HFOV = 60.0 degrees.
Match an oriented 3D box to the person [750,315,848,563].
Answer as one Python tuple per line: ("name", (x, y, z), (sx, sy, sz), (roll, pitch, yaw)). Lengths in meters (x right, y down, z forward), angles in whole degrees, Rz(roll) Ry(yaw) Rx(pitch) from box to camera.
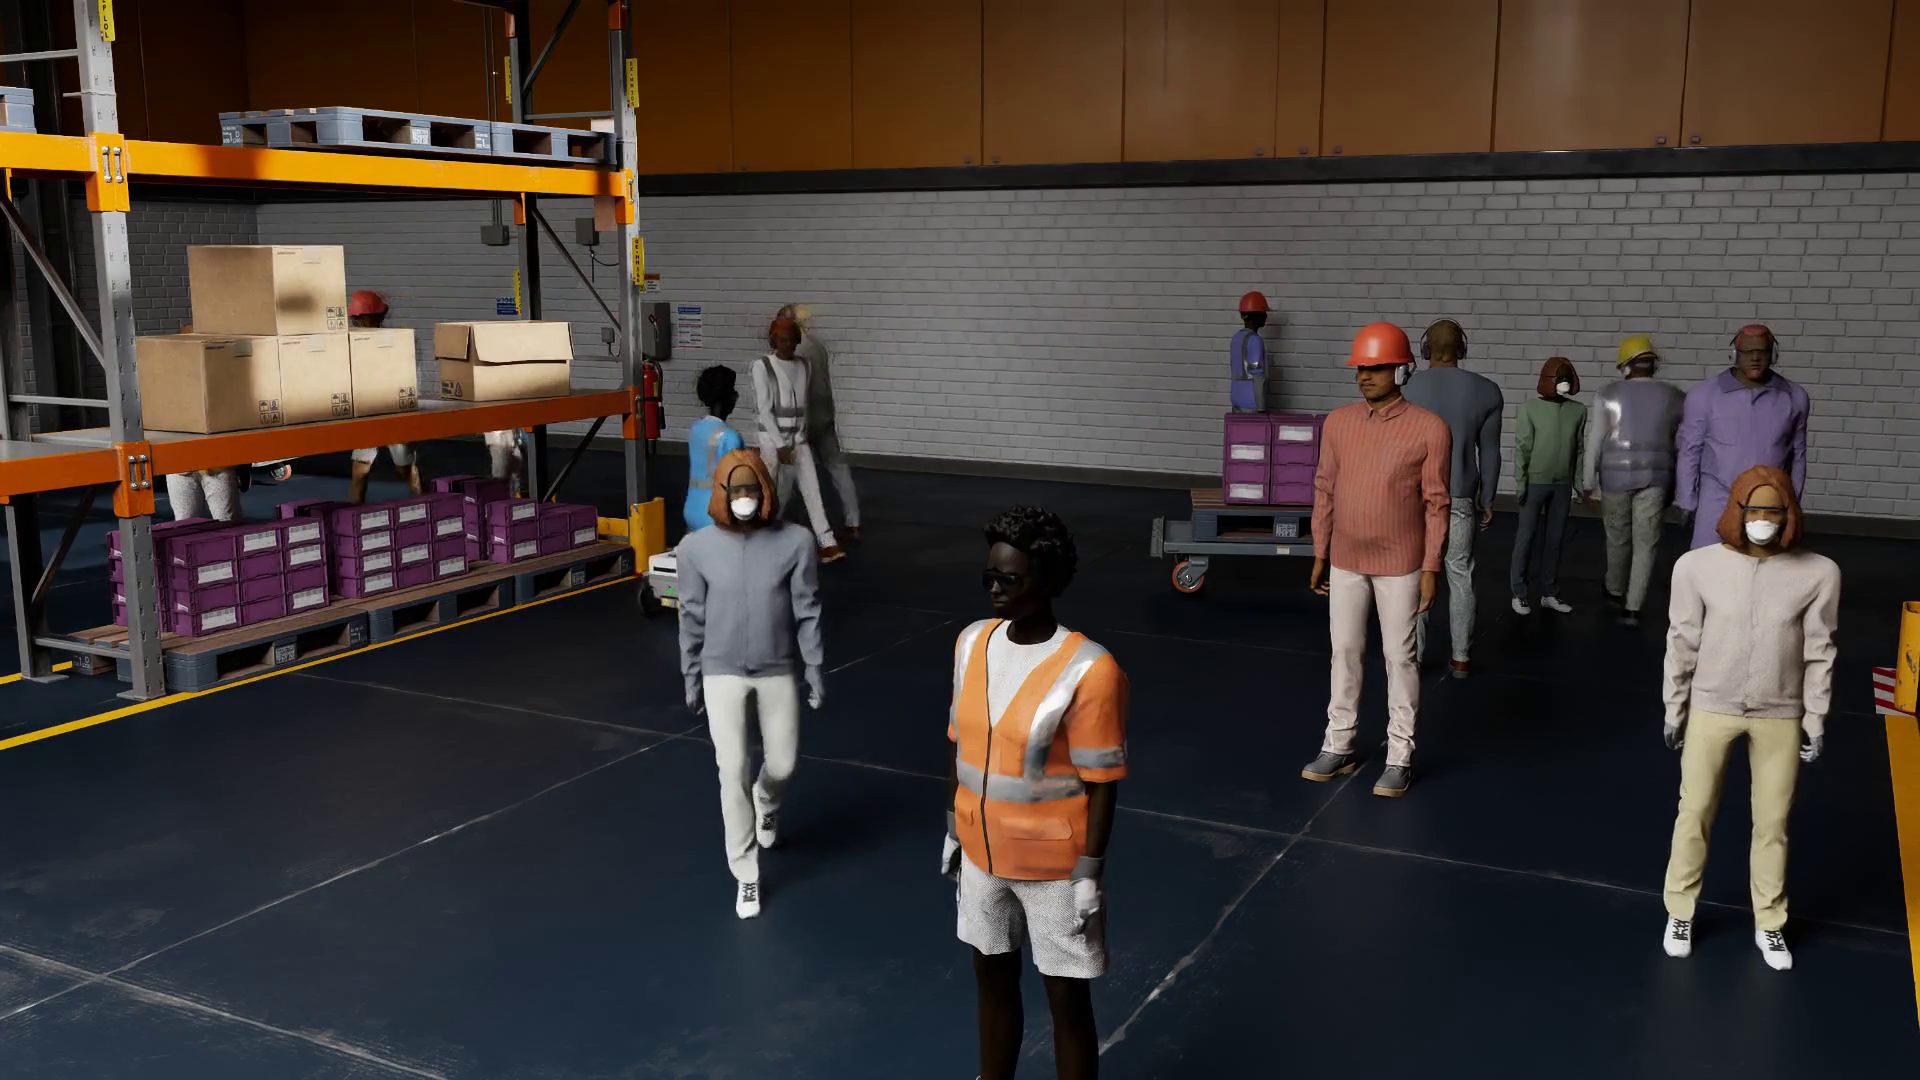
("person", (-1.304, -0.736, 12.286), (0.573, 1.839, 0.984), (-9, 14, -44))

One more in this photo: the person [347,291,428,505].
("person", (-4.511, -0.921, 12.860), (0.633, 1.988, 1.040), (8, 12, 38))

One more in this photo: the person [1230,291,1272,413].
("person", (2.587, -1.229, 14.778), (0.349, 1.942, 0.545), (-2, 10, -14))

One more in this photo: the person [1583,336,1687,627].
("person", (4.179, -0.375, 10.349), (0.603, 1.759, 0.925), (3, 10, 16))

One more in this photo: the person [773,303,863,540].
("person", (-1.237, -0.921, 13.162), (0.983, 1.873, 0.727), (3, 10, 16))

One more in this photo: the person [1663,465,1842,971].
("person", (2.509, 0.565, 5.317), (0.495, 1.626, 0.285), (3, 10, 19))

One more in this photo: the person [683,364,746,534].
("person", (-1.250, -0.106, 9.004), (0.444, 1.691, 0.543), (-7, 12, -34))

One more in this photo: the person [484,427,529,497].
("person", (-3.411, -0.741, 12.893), (0.698, 1.614, 0.528), (-4, 11, -24))

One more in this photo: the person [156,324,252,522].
("person", (-4.857, -0.465, 10.677), (0.626, 1.836, 0.428), (0, 10, -2))

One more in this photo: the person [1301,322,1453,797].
("person", (1.757, 0.080, 7.046), (0.617, 1.994, 0.381), (8, 13, 40))

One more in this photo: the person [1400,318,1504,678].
("person", (2.566, -0.215, 8.918), (0.633, 1.936, 0.353), (0, 10, 2))

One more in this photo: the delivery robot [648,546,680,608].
("delivery robot", (-1.630, 0.161, 10.469), (0.477, 0.478, 0.707), (6, 11, 29))

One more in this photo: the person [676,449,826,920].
("person", (-0.740, 0.466, 5.894), (0.511, 1.614, 0.625), (-2, 10, -9))

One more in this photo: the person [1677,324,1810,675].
("person", (4.198, -0.203, 8.939), (0.651, 1.906, 0.403), (2, 10, 11))

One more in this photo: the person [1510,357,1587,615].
("person", (3.730, -0.342, 10.528), (0.498, 1.634, 0.280), (-2, 10, -13))

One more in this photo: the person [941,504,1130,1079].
("person", (0.159, 0.755, 4.001), (0.534, 1.696, 0.318), (9, 13, 42))
